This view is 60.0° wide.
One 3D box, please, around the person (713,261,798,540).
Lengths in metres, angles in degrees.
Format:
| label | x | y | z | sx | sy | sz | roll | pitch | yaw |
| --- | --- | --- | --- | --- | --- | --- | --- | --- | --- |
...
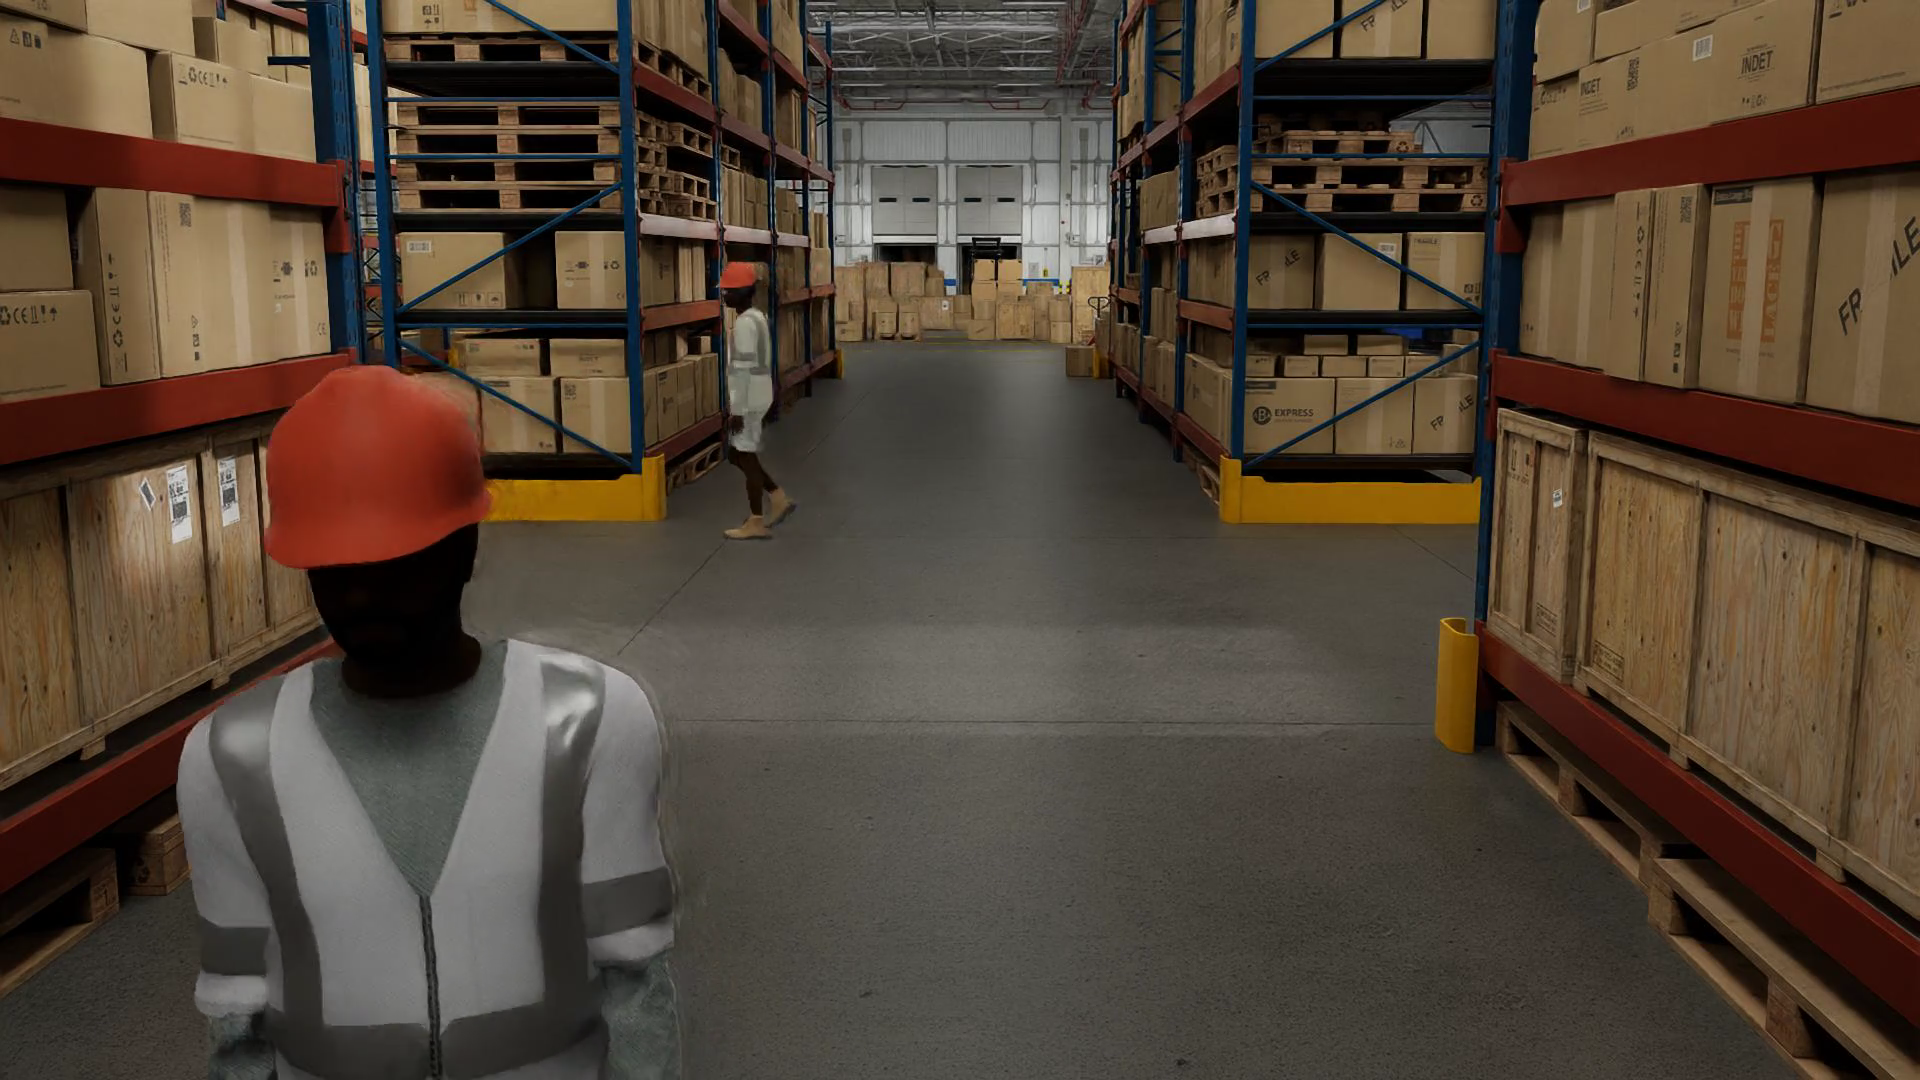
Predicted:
| label | x | y | z | sx | sy | sz | roll | pitch | yaw |
| --- | --- | --- | --- | --- | --- | --- | --- | --- | --- |
| person | -1.527 | -0.994 | 12.061 | 0.490 | 2.031 | 0.605 | 0 | 9 | -3 |

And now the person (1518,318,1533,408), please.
| label | x | y | z | sx | sy | sz | roll | pitch | yaw |
| --- | --- | --- | --- | --- | --- | --- | --- | --- | --- |
| person | 7.242 | -2.269 | 20.869 | 0.512 | 1.639 | 0.311 | 0 | 9 | 0 |

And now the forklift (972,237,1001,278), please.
| label | x | y | z | sx | sy | sz | roll | pitch | yaw |
| --- | --- | --- | --- | --- | --- | --- | --- | --- | --- |
| forklift | 0.842 | -8.321 | 53.406 | 1.129 | 2.768 | 1.873 | 0 | 9 | 1 |

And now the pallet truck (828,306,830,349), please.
| label | x | y | z | sx | sy | sz | roll | pitch | yaw |
| --- | --- | --- | --- | --- | --- | --- | --- | --- | --- |
| pallet truck | -3.100 | -3.940 | 29.800 | 1.885 | 1.965 | 0.823 | 3 | 10 | 19 |

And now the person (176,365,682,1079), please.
| label | x | y | z | sx | sy | sz | roll | pitch | yaw |
| --- | --- | --- | --- | --- | --- | --- | --- | --- | --- |
| person | -0.615 | 0.738 | 2.022 | 0.549 | 1.917 | 0.808 | -2 | 10 | -14 |

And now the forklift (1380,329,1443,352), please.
| label | x | y | z | sx | sy | sz | roll | pitch | yaw |
| --- | --- | --- | --- | --- | --- | --- | --- | --- | --- |
| forklift | 10.608 | -5.691 | 37.653 | 1.873 | 2.768 | 1.129 | 8 | 12 | 38 |
